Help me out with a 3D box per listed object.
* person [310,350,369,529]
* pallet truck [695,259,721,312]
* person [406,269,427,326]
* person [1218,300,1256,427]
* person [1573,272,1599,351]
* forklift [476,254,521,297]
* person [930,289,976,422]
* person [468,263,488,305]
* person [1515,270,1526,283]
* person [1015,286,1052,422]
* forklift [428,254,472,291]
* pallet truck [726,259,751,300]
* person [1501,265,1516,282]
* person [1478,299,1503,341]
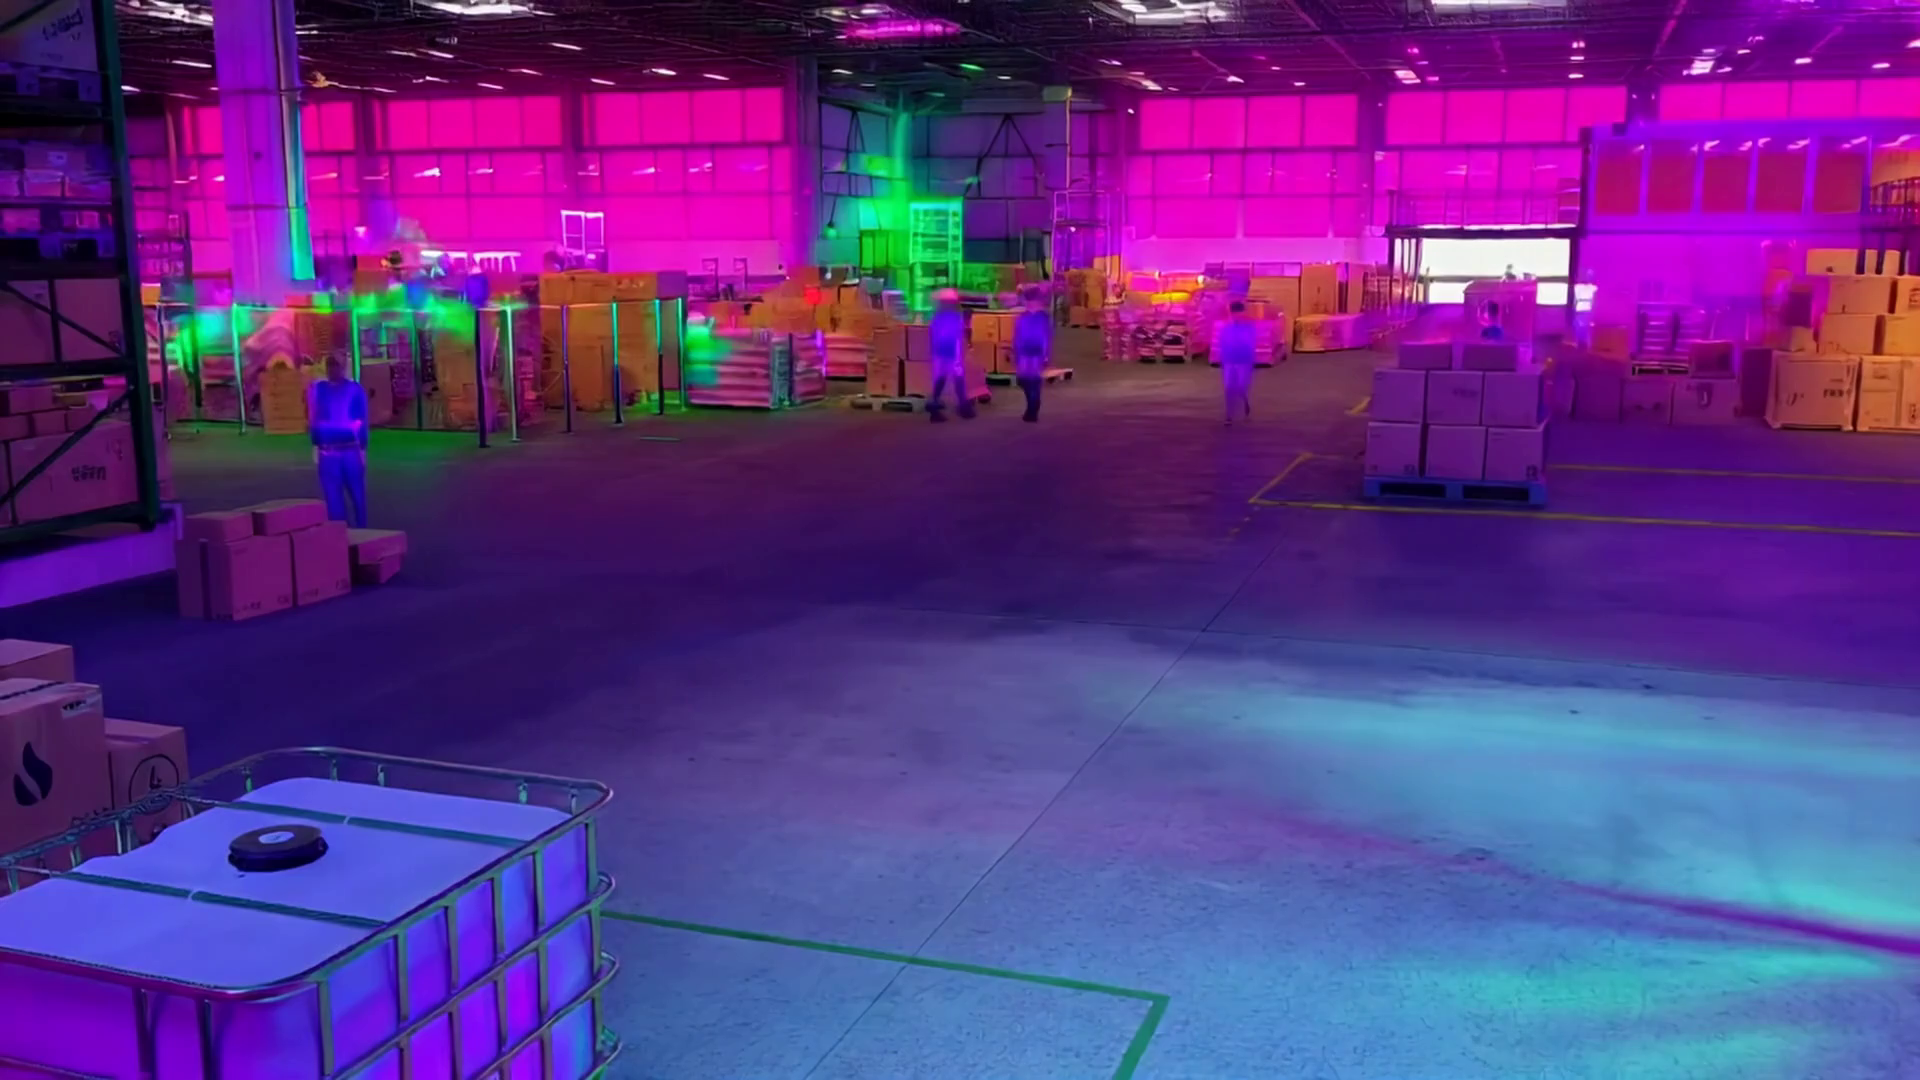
[{"bbox_3d":[-5.121,-0.747,13.759,0.512,1.644,0.307,2,10,10],"label":"person"},{"bbox_3d":[-9.165,-9.627,62.776,0.823,1.965,1.885,4,11,23],"label":"pallet truck"},{"bbox_3d":[-13.850,-5.950,42.355,0.421,1.890,0.665,5,11,26],"label":"person"},{"bbox_3d":[3.842,-2.450,23.049,0.531,1.746,0.579,4,11,21],"label":"person"},{"bbox_3d":[14.840,-5.428,39.496,0.605,1.877,0.991,8,13,39],"label":"person"},{"bbox_3d":[-17.990,-10.121,64.684,1.157,1.987,2.680,3,11,17],"label":"forklift"},{"bbox_3d":[-0.152,-2.625,23.691,0.560,1.873,1.029,7,12,33],"label":"person"},{"bbox_3d":[-13.372,-6.673,46.111,0.611,2.011,0.965,1,10,5],"label":"person"},{"bbox_3d":[11.757,-4.710,35.181,0.373,1.962,0.605,8,13,39],"label":"person"},{"bbox_3d":[1.024,-2.634,23.594,0.579,1.924,0.400,7,12,33],"label":"person"},{"bbox_3d":[-20.133,-10.254,65.465,1.157,1.987,2.680,3,11,19],"label":"forklift"},{"bbox_3d":[-7.986,-9.493,62.019,0.823,1.965,1.885,3,11,17],"label":"pallet truck"},{"bbox_3d":[19.008,-8.620,57.608,0.521,1.822,0.729,4,11,21],"label":"person"},{"bbox_3d":[6.161,-1.880,19.496,0.329,1.875,0.507,6,12,32],"label":"person"}]
